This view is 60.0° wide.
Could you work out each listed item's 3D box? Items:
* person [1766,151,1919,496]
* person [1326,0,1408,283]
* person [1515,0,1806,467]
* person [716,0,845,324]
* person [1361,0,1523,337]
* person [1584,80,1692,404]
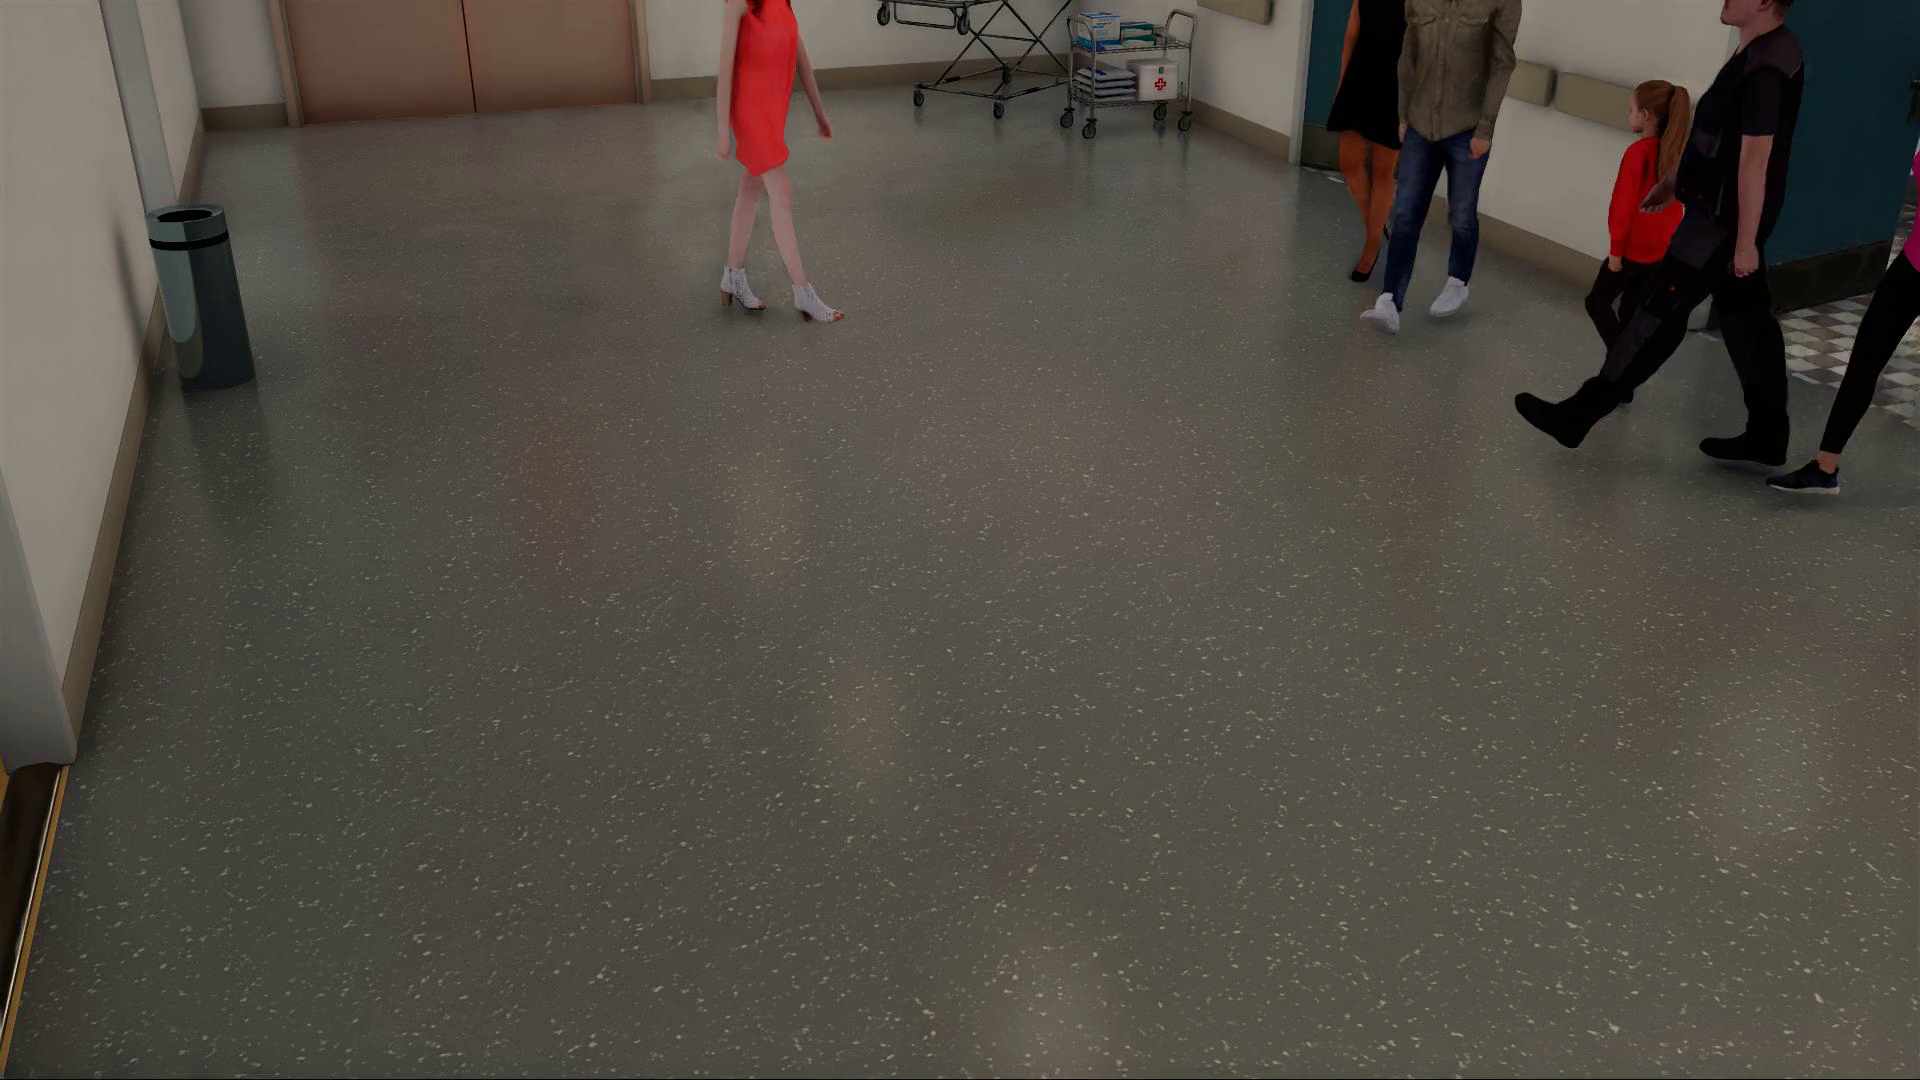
[{"bbox_3d":[3.399,-0.875,5.558,0.768,1.655,1.115,-5,26,-10],"label":"person"},{"bbox_3d":[2.052,-2.138,7.980,0.760,1.827,0.826,15,30,29],"label":"person"},{"bbox_3d":[2.772,-1.072,5.805,1.282,1.795,1.220,11,28,22],"label":"person"},{"bbox_3d":[-0.981,-1.874,7.468,1.025,1.796,0.977,10,27,19],"label":"person"},{"bbox_3d":[2.198,-1.812,7.319,1.206,1.814,1.177,18,31,33],"label":"person"},{"bbox_3d":[2.723,-1.140,6.553,0.582,1.269,0.624,-19,32,-34],"label":"person"}]
